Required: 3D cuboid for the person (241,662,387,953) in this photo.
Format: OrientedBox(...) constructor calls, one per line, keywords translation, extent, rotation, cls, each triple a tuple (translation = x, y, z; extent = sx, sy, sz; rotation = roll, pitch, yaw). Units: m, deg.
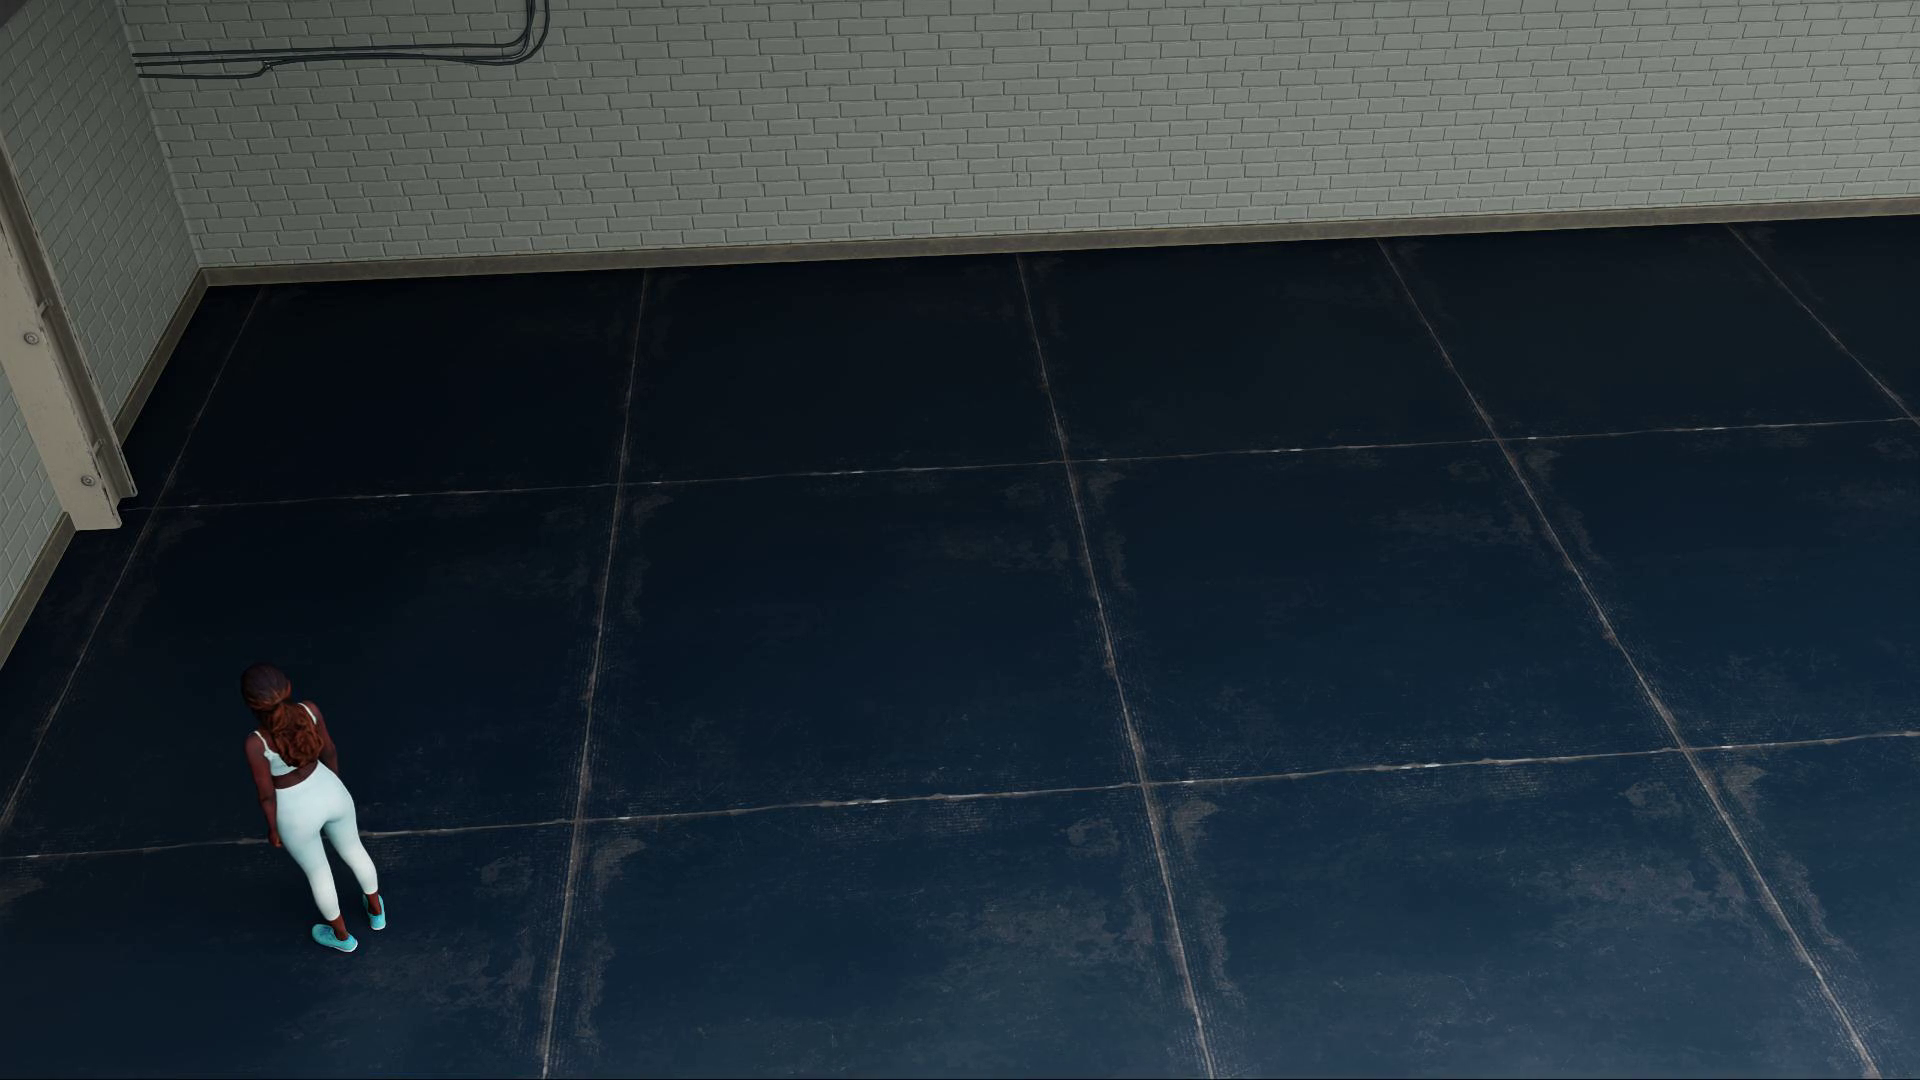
OrientedBox(translation=(-2.972, 1.229, 7.612), extent=(0.714, 1.724, 0.650), rotation=(26, 45, 29), cls="person")
